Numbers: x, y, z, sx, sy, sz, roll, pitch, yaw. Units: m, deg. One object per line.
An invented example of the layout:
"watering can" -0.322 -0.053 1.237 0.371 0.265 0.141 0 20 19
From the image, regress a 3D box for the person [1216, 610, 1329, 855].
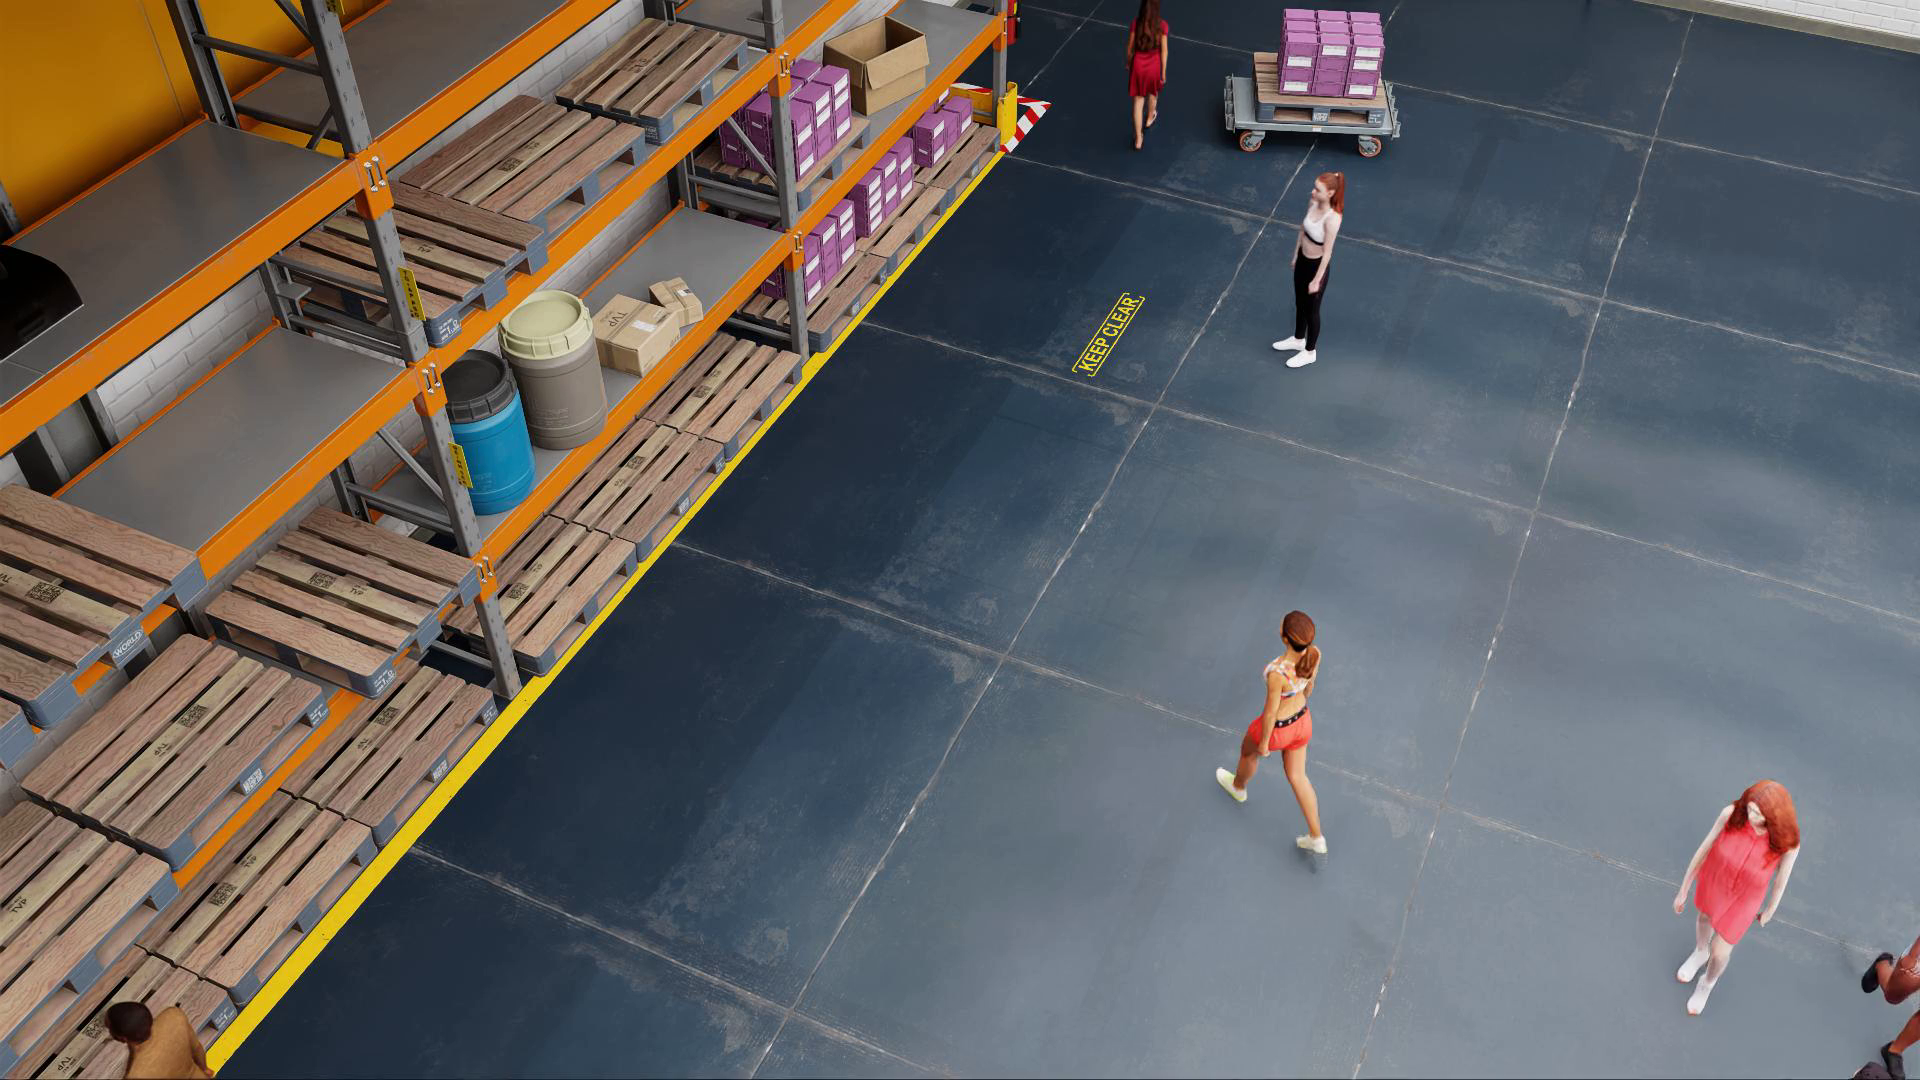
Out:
"person" 1.952 1.152 9.726 1.148 1.753 1.030 -25 49 -24

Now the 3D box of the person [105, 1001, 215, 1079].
"person" -3.726 2.734 8.020 0.761 1.816 0.589 5 44 6

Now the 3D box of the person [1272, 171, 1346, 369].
"person" 2.810 -2.160 13.211 0.729 1.741 0.657 -11 45 -11

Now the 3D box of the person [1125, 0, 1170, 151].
"person" 1.753 -4.431 15.748 0.708 1.529 0.955 7 44 7

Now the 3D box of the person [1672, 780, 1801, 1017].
"person" 4.177 1.834 8.976 0.718 1.801 0.785 33 52 30

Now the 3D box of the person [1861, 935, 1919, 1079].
"person" 5.137 2.140 8.705 0.674 1.730 0.948 11 45 12
